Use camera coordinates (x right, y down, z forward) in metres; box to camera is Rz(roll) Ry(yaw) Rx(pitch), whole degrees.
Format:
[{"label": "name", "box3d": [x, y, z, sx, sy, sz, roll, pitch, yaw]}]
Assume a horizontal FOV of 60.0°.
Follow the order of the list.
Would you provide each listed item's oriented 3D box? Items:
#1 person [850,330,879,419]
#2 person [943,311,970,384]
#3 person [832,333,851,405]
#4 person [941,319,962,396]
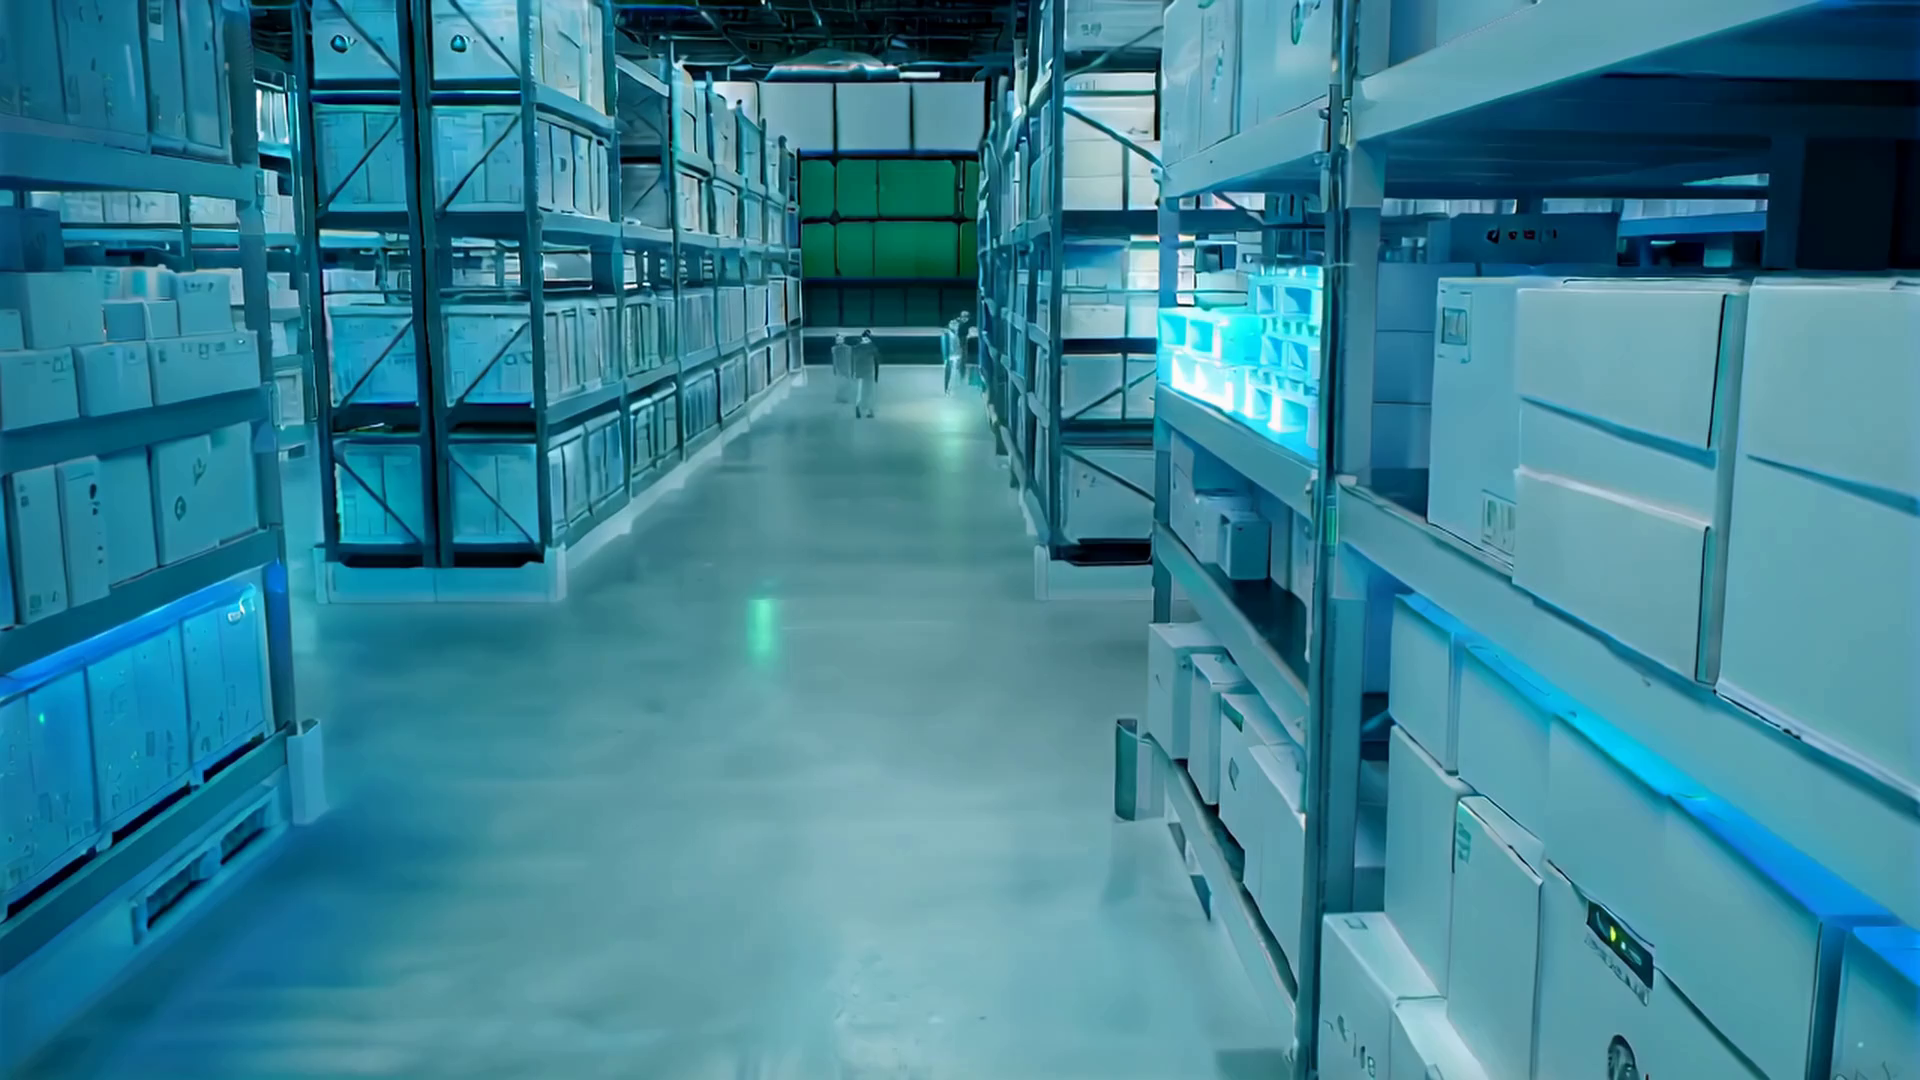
[{"label": "person", "box3d": [-1.919, -3.322, 33.494, 0.605, 1.810, 0.671, 1, 9, 7]}, {"label": "person", "box3d": [-0.079, -5.041, 43.620, 0.676, 1.946, 0.946, 9, 13, 42]}, {"label": "person", "box3d": [-2.617, -3.814, 37.102, 0.533, 1.610, 0.473, -7, 12, -36]}, {"label": "person", "box3d": [-0.174, -4.353, 39.736, 0.430, 1.841, 0.624, 7, 11, 36]}]
